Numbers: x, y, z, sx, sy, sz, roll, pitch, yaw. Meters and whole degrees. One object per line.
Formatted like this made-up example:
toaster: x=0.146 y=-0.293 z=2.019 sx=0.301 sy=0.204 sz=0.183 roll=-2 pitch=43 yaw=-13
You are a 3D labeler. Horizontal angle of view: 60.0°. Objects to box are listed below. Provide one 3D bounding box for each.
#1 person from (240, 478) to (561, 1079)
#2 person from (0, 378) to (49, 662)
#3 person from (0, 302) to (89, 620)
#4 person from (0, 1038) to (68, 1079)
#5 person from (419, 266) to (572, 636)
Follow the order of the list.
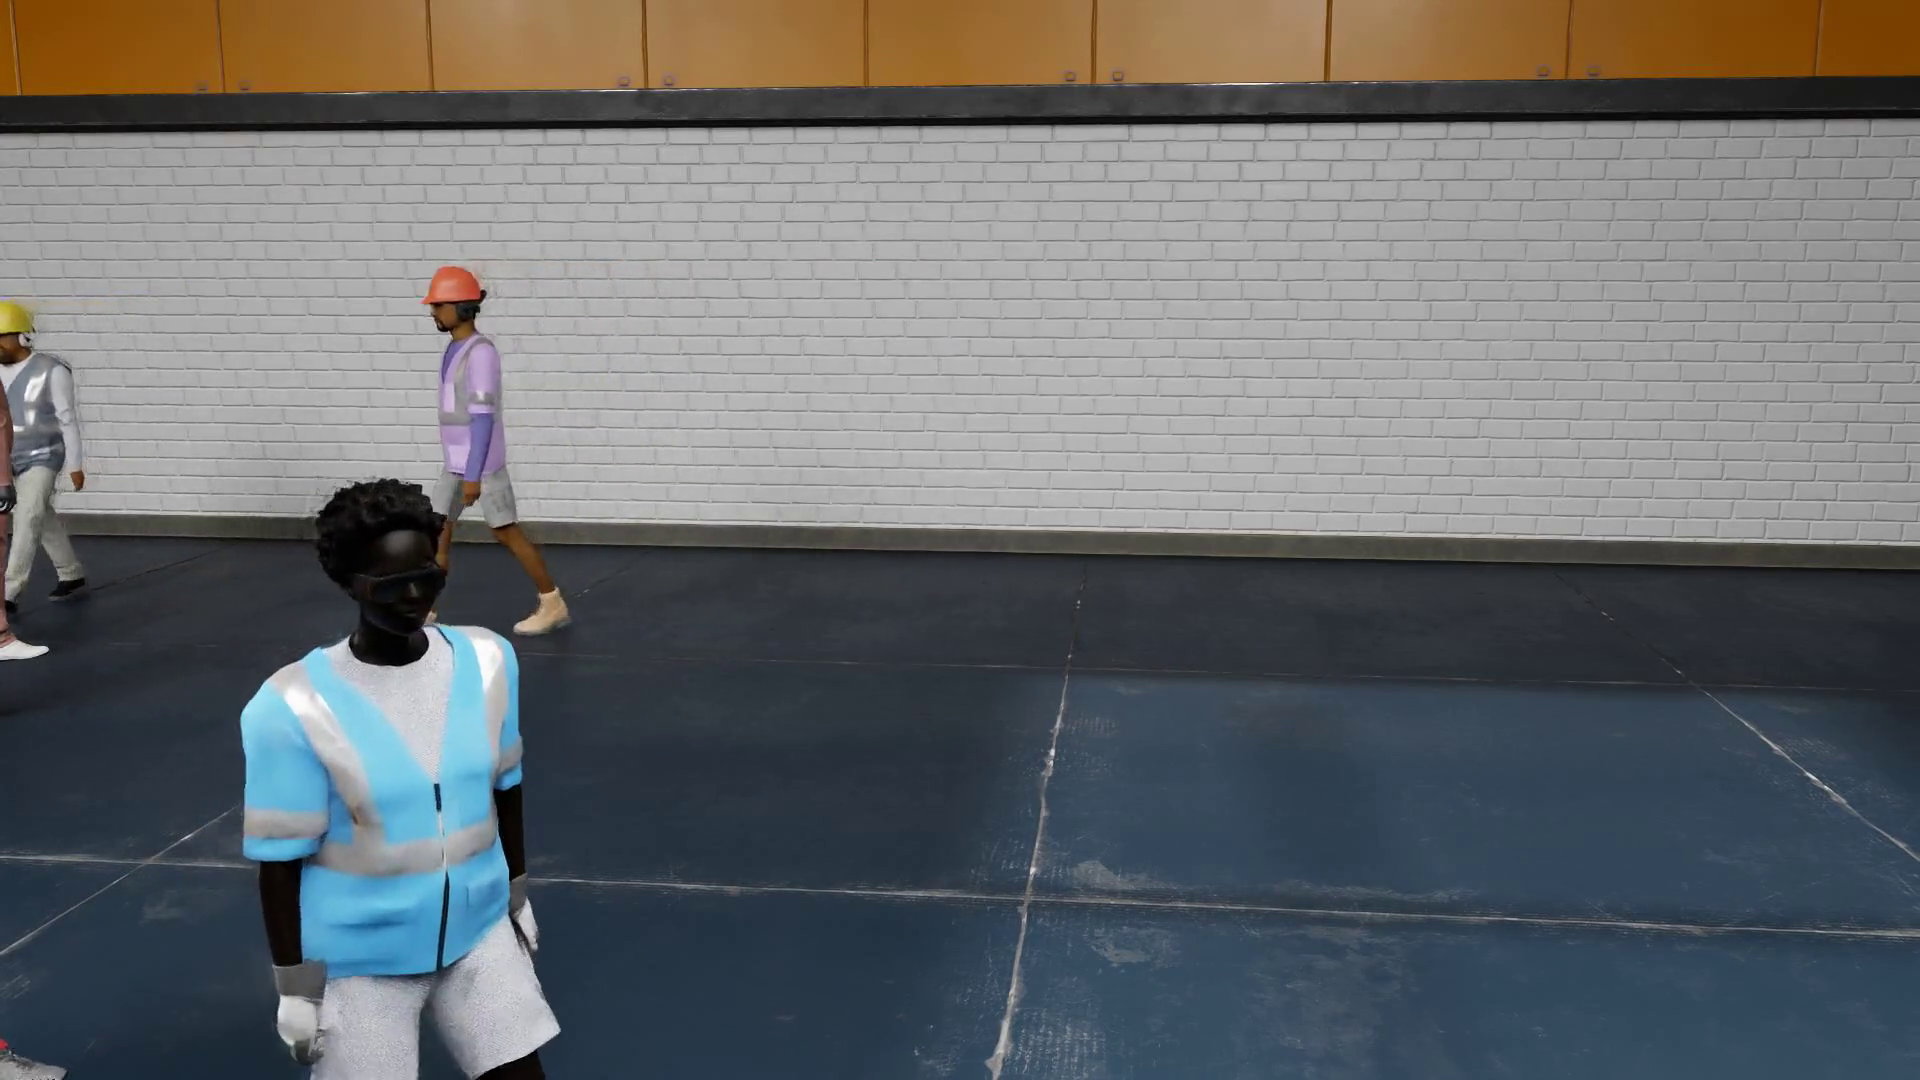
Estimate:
person: x=-0.986 y=0.723 z=2.973 sx=0.373 sy=1.681 sz=0.553 roll=9 pitch=14 yaw=43
person: x=-4.981 y=-0.330 z=8.388 sx=0.643 sy=1.909 sz=0.410 roll=5 pitch=11 yaw=28
person: x=-5.376 y=-0.463 z=9.518 sx=0.618 sy=1.779 sz=0.945 roll=2 pitch=10 yaw=13
person: x=-2.649 y=0.518 z=4.004 sx=0.743 sy=1.742 sz=0.528 roll=-2 pitch=10 yaw=-13
person: x=-2.545 y=-0.431 z=8.736 sx=1.038 sy=1.996 sz=0.626 roll=-7 pitch=12 yaw=-35
